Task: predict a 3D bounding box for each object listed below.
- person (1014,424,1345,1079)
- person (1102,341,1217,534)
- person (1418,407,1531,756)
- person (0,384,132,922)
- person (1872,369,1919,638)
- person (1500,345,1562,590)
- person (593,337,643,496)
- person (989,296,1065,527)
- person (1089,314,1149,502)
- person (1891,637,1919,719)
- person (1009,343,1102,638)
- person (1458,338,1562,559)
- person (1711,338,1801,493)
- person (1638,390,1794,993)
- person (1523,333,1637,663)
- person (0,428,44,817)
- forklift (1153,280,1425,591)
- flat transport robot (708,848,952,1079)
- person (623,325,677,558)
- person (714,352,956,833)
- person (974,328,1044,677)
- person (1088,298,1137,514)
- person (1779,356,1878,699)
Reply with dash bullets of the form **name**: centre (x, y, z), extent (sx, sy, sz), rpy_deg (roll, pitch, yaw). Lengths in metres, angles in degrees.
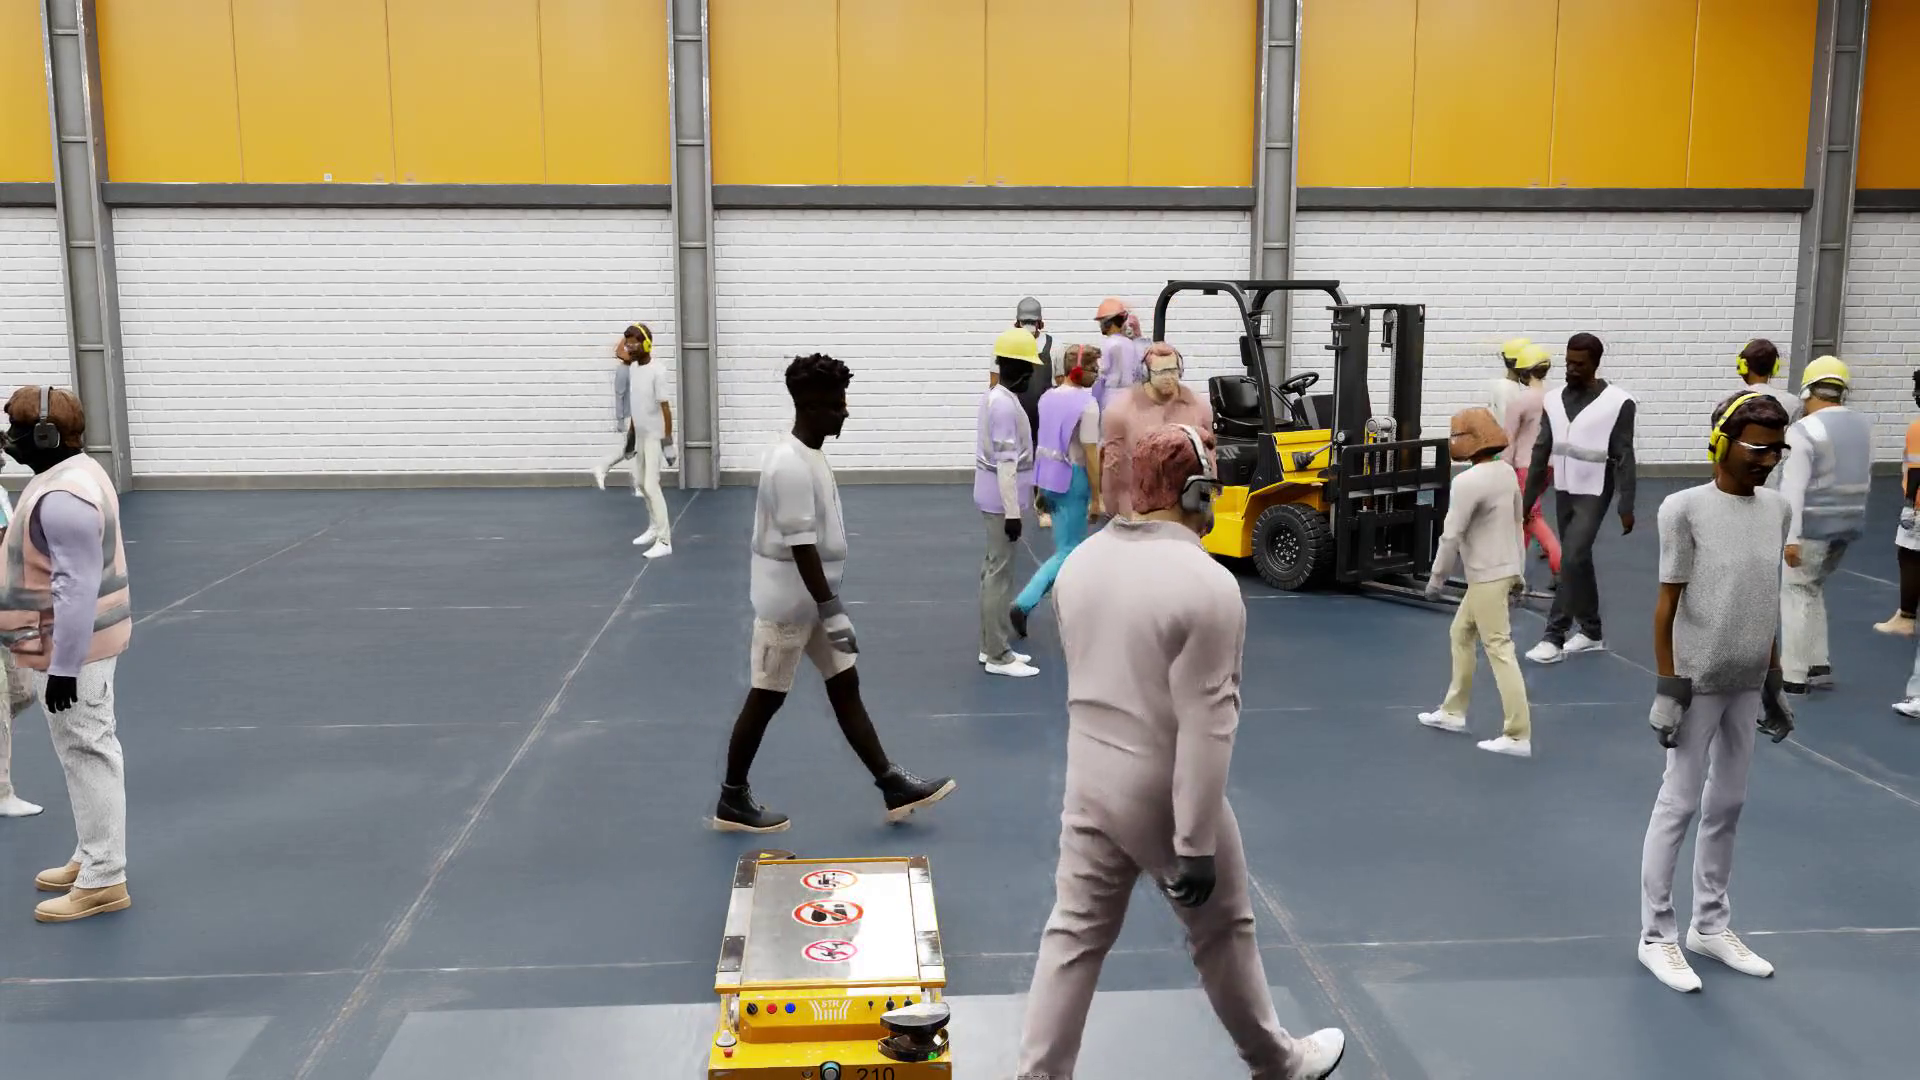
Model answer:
- **person**: centre (0.529, 0.630, 4.216), extent (1.017, 1.840, 0.656), rpy_deg (-6, 11, -35)
- **person**: centre (1.103, -0.215, 9.496), extent (0.664, 1.865, 0.845), rpy_deg (-2, 9, -11)
- **person**: centre (2.390, 0.186, 7.780), extent (0.762, 1.598, 0.494), rpy_deg (8, 12, 39)
- **person**: centre (-3.104, 0.384, 5.769), extent (0.429, 1.845, 0.621), rpy_deg (-4, 10, -25)
- **person**: centre (5.935, -0.216, 10.044), extent (0.543, 1.677, 0.545), rpy_deg (-6, 11, -33)
- **person**: centre (4.120, -0.521, 11.835), extent (0.525, 1.725, 0.870), rpy_deg (-4, 10, -24)
- **person**: centre (-3.356, -1.230, 16.614), extent (0.649, 1.612, 0.514), rpy_deg (1, 9, 5)
- **person**: centre (0.593, -1.122, 14.606), extent (0.682, 2.000, 0.538), rpy_deg (0, 9, 2)
- **person**: centre (1.740, -1.215, 15.825), extent (0.989, 1.859, 0.650), rpy_deg (3, 10, 19)
- **person**: centre (4.944, 0.116, 8.192), extent (0.823, 1.591, 0.520), rpy_deg (-7, 11, -37)
- **person**: centre (0.605, -0.297, 10.162), extent (0.801, 1.814, 0.590), rpy_deg (-5, 10, -29)
- **person**: centre (4.299, -0.681, 12.836), extent (0.912, 1.721, 0.539), rpy_deg (7, 11, 36)
- **person**: centre (4.663, -0.262, 9.837), extent (0.584, 1.841, 0.430), rpy_deg (0, 9, -2)
- **person**: centre (2.387, 0.465, 5.198), extent (0.515, 1.865, 0.329), rpy_deg (-4, 10, -21)
- **person**: centre (3.468, -0.235, 9.526), extent (0.878, 1.876, 0.631), rpy_deg (-5, 10, -28)
- **person**: centre (-4.016, 0.334, 6.755), extent (0.437, 1.623, 0.532), rpy_deg (-1, 9, -9)
- **forklift**: centre (2.301, -0.860, 12.475), extent (1.214, 2.155, 2.313), rpy_deg (-6, 11, -35)
- **flat transport robot**: centre (-0.394, 1.269, 5.127), extent (0.652, 0.197, 1.431), rpy_deg (-1, 9, -4)
- **person**: centre (-2.473, -0.802, 13.316), extent (0.531, 1.825, 0.746), rpy_deg (-7, 11, -36)
- **person**: centre (-0.529, 0.231, 6.507), extent (1.003, 1.912, 0.613), rpy_deg (1, 9, 8)
- **person**: centre (0.268, -0.211, 9.256), extent (0.383, 1.921, 0.585), rpy_deg (0, 9, -2)
- **person**: centre (1.478, -1.202, 15.208), extent (0.832, 2.013, 0.624), rpy_deg (5, 10, 27)
- **person**: centre (4.517, -0.075, 8.829), extent (0.613, 1.792, 0.506), rpy_deg (-4, 10, -21)
